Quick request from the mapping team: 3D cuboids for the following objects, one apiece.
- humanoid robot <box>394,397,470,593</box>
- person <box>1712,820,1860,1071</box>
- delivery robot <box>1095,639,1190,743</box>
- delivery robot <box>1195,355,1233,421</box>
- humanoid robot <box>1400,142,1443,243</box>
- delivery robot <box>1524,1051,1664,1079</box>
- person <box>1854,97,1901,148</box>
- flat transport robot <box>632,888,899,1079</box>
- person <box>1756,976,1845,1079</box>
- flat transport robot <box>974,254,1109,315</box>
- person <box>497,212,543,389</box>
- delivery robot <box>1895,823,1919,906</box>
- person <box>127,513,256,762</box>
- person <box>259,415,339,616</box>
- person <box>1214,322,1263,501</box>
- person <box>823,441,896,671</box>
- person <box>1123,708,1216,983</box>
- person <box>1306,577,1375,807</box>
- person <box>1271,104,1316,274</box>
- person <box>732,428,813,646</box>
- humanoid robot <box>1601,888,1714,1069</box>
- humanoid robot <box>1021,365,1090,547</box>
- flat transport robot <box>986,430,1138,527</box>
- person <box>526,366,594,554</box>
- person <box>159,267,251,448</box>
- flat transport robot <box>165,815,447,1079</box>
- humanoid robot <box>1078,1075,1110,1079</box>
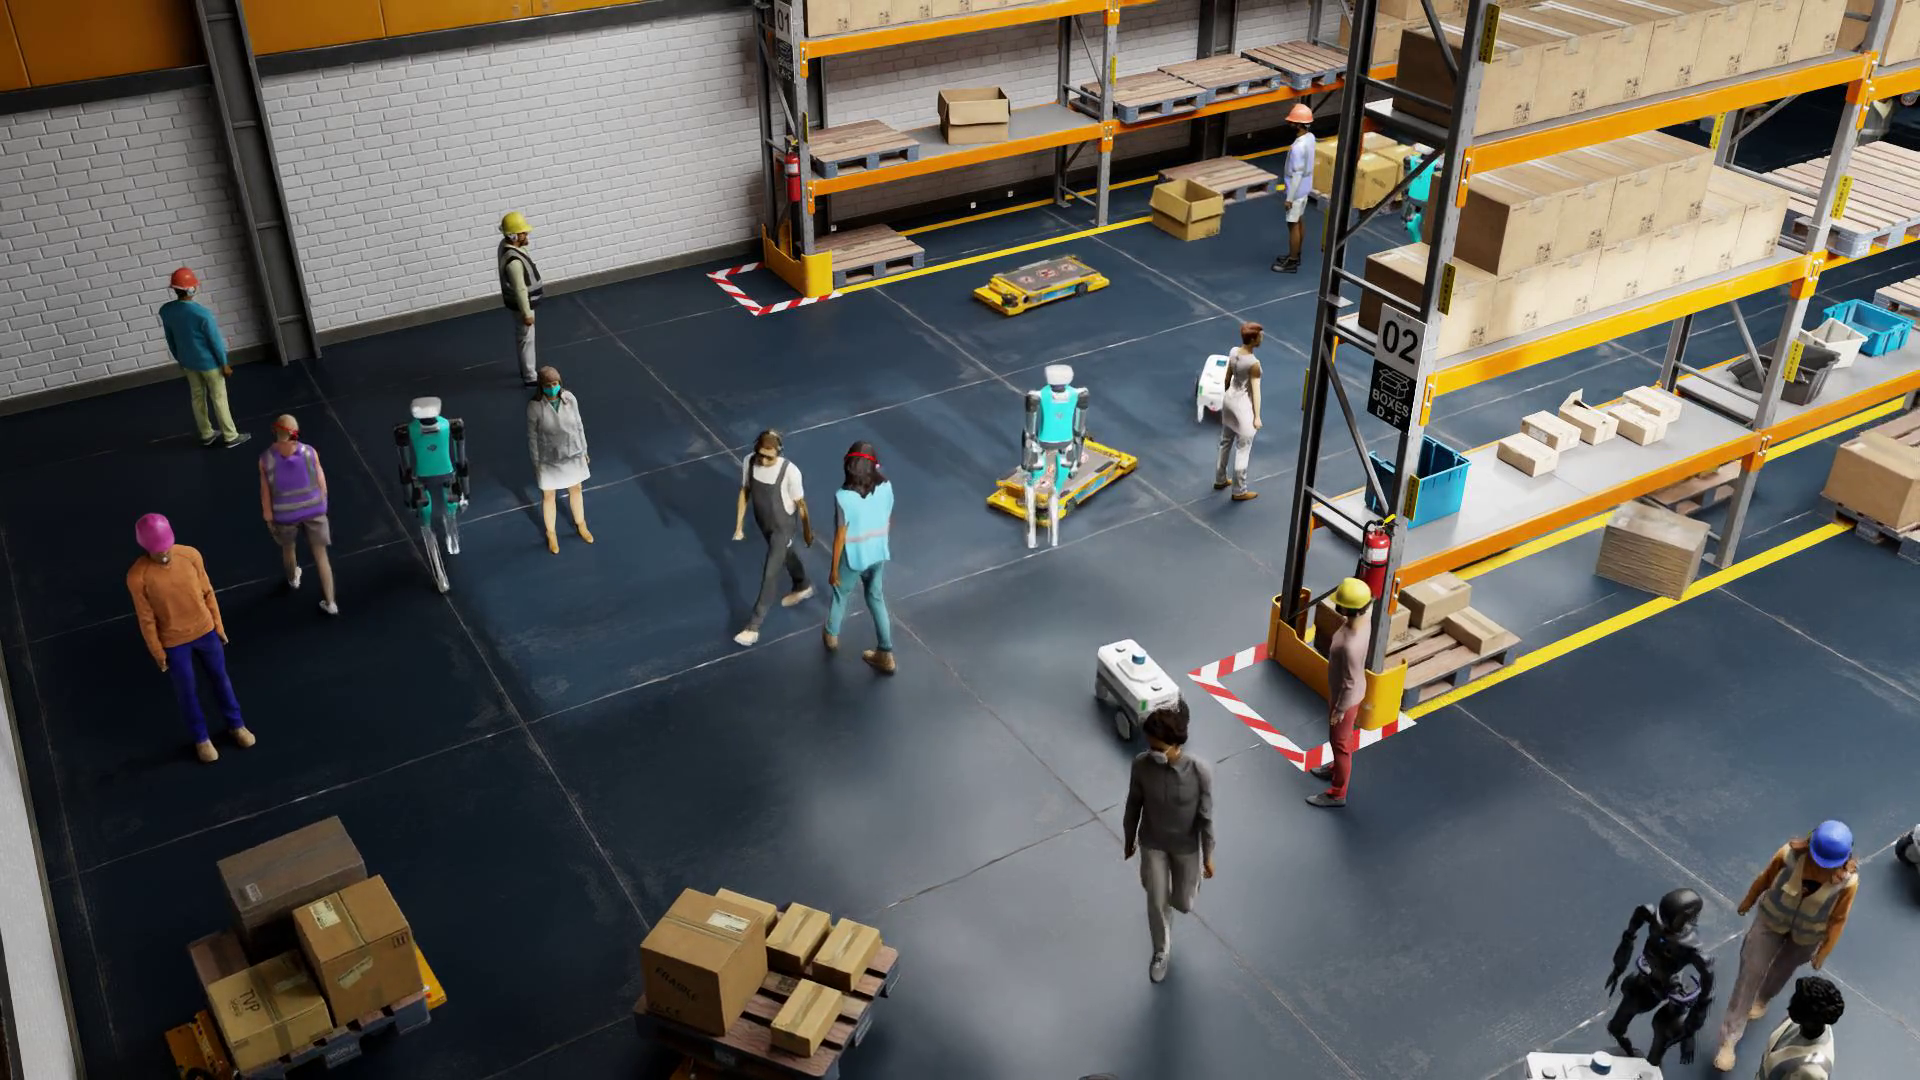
[{"bbox_3d":[-4.234,-0.449,13.482,0.572,1.832,0.898,-10,34,-16],"label":"humanoid robot"},{"bbox_3d":[4.564,2.189,9.223,0.523,1.707,0.919,18,37,27],"label":"person"},{"bbox_3d":[1.291,1.050,12.113,0.499,0.566,0.739,-14,35,-21],"label":"delivery robot"},{"bbox_3d":[2.533,-1.520,16.221,0.499,0.575,0.757,8,33,13],"label":"delivery robot"},{"bbox_3d":[5.179,-3.579,18.413,0.921,1.768,0.546,-25,40,-34],"label":"humanoid robot"},{"bbox_3d":[3.446,3.009,9.008,0.760,0.586,0.499,2,32,3],"label":"delivery robot"},{"bbox_3d":[10.939,-4.705,20.106,0.565,1.841,0.378,-7,33,-11],"label":"person"},{"bbox_3d":[-1.055,2.726,9.736,0.659,0.231,1.431,13,34,20],"label":"flat transport robot"},{"bbox_3d":[4.087,2.811,8.262,0.319,1.693,0.532,11,34,17],"label":"person"},{"bbox_3d":[0.920,-2.873,18.665,1.431,0.231,0.659,-21,38,-29],"label":"flat transport robot"},{"bbox_3d":[-4.301,-2.362,16.391,0.403,1.826,0.594,-10,33,-15],"label":"person"},{"bbox_3d":[6.418,2.048,10.565,0.815,0.612,0.499,6,33,9],"label":"delivery robot"},{"bbox_3d":[-5.327,0.656,11.442,0.518,1.972,0.405,-27,41,-36],"label":"person"},{"bbox_3d":[-5.231,-0.219,13.139,0.497,1.639,0.777,-12,34,-19],"label":"person"},{"bbox_3d":[2.467,-1.138,14.588,0.269,1.656,0.461,-17,36,-25],"label":"person"},{"bbox_3d":[-0.771,0.103,12.452,0.602,1.827,0.799,-19,37,-28],"label":"person"},{"bbox_3d":[1.233,1.742,9.795,0.565,1.870,0.568,5,32,9],"label":"person"},{"bbox_3d":[2.534,1.007,11.070,0.315,1.765,0.534,9,33,14],"label":"person"},{"bbox_3d":[3.792,-3.976,18.855,0.373,1.938,0.545,14,35,21],"label":"person"},{"bbox_3d":[-1.461,-0.090,12.809,0.543,1.774,1.014,22,38,31],"label":"person"},{"bbox_3d":[3.753,2.429,8.893,0.457,1.644,0.611,-15,35,-23],"label":"humanoid robot"},{"bbox_3d":[0.731,-0.711,13.859,0.531,1.815,0.702,-5,32,-8],"label":"humanoid robot"},{"bbox_3d":[0.934,-0.567,14.988,0.659,0.231,1.431,23,39,32],"label":"flat transport robot"},{"bbox_3d":[-3.330,-0.676,13.849,0.487,1.660,0.340,-18,36,-26],"label":"person"},{"bbox_3d":[-7.000,-1.688,15.379,0.571,1.746,0.345,9,33,13],"label":"person"},{"bbox_3d":[-3.809,2.752,9.694,1.431,0.231,0.659,-21,38,-29],"label":"flat transport robot"},{"bbox_3d":[0.587,3.127,7.795,0.711,1.633,0.608,-7,33,-11],"label":"humanoid robot"}]
